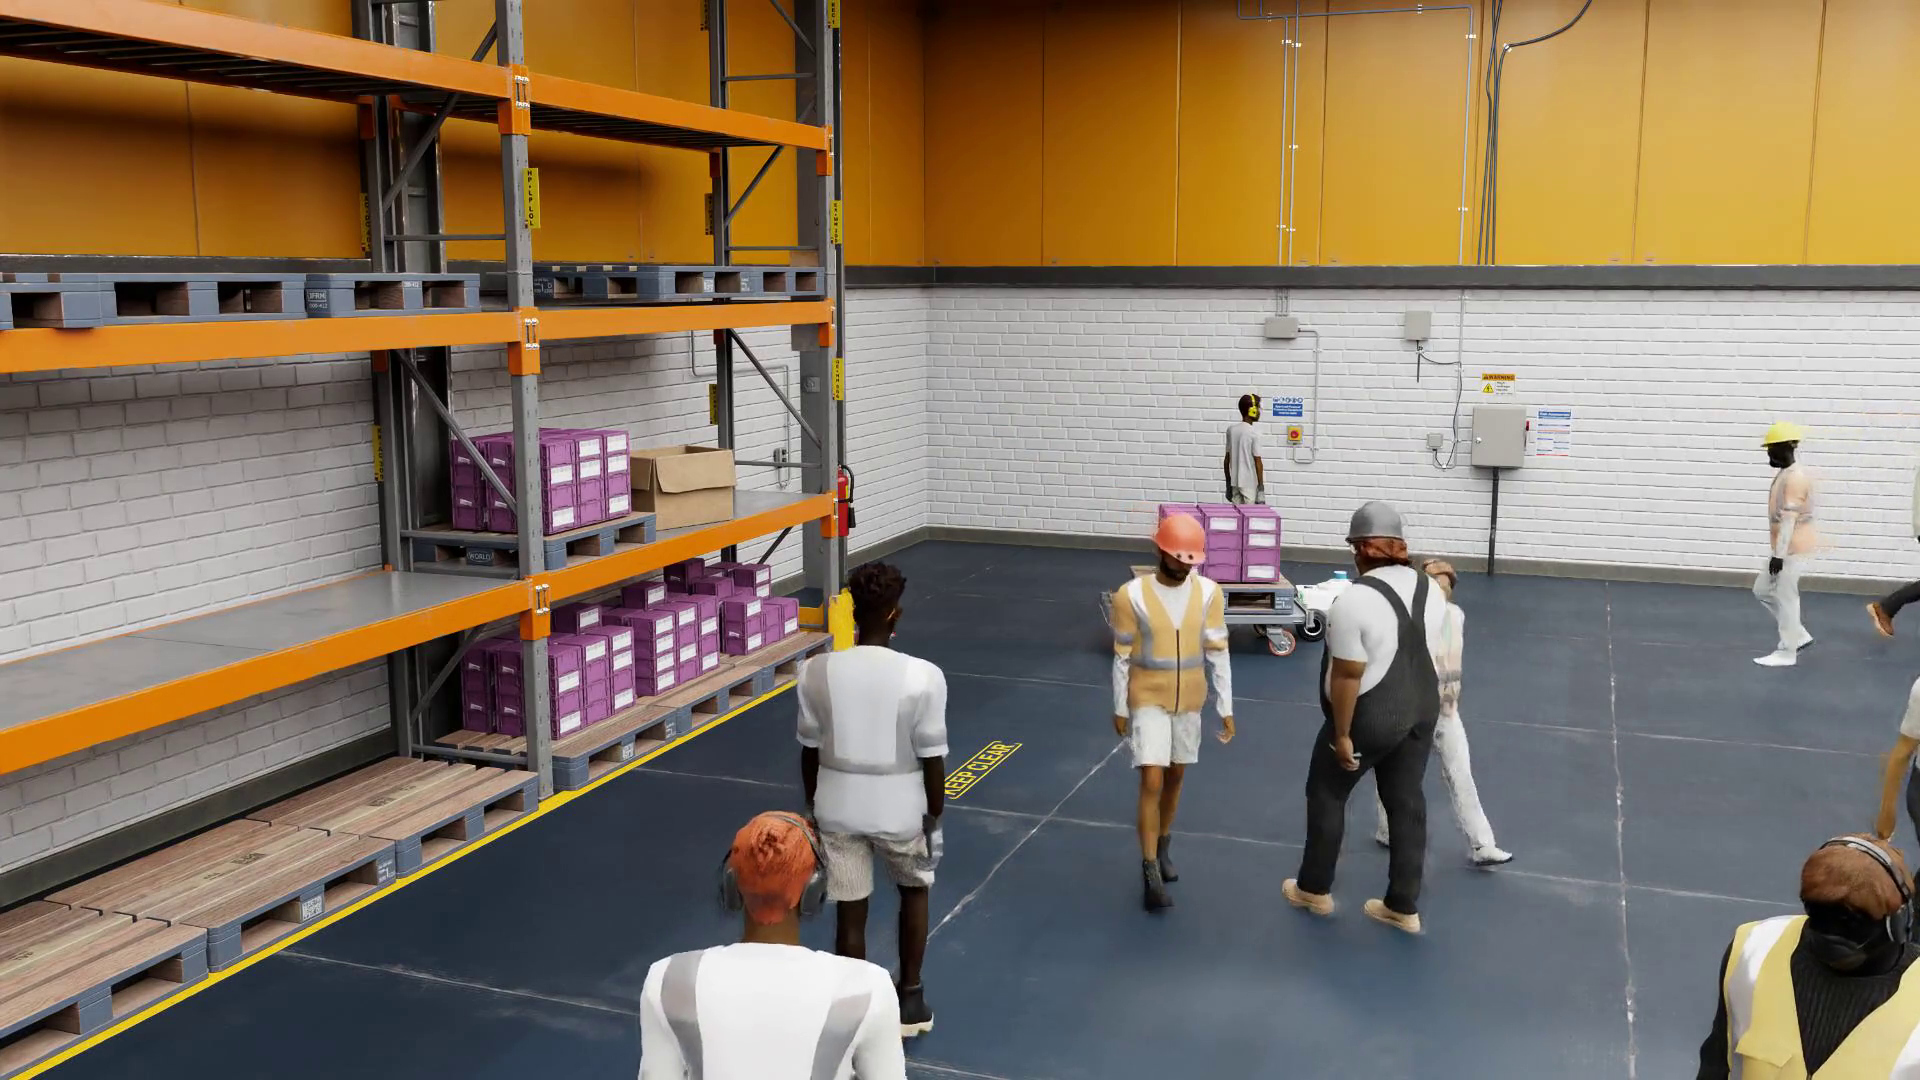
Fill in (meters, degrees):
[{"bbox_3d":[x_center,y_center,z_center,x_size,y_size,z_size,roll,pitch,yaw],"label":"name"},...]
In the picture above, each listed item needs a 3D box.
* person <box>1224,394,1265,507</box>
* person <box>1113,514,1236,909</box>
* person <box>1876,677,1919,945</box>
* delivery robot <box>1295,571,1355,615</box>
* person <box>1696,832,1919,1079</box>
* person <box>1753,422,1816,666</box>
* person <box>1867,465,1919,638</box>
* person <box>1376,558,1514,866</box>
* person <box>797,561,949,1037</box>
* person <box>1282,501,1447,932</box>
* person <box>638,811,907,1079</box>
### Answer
[{"bbox_3d":[2.839,-0.516,16.504,0.312,1.865,0.537,-6,11,-33],"label":"person"},{"bbox_3d":[1.047,0.817,8.066,0.544,1.887,0.866,-2,9,-12],"label":"person"},{"bbox_3d":[3.980,1.112,6.596,0.508,1.767,0.985,0,9,-1],"label":"person"},{"bbox_3d":[3.174,0.504,13.911,0.707,0.478,0.477,1,9,6],"label":"delivery robot"},{"bbox_3d":[1.923,1.537,3.713,0.430,1.838,0.619,-8,12,-41],"label":"person"},{"bbox_3d":[6.378,0.040,12.883,0.431,1.903,0.599,2,9,15],"label":"person"},{"bbox_3d":[7.839,-0.087,13.483,0.597,1.970,0.637,7,11,37],"label":"person"},{"bbox_3d":[2.446,0.892,8.479,0.519,1.596,0.811,-5,11,-31],"label":"person"},{"bbox_3d":[-0.330,1.039,6.506,0.608,1.947,0.582,1,9,7],"label":"person"},{"bbox_3d":[1.888,0.780,7.821,0.682,2.000,0.803,-5,10,-27],"label":"person"},{"bbox_3d":[-0.399,1.505,3.870,0.612,1.842,0.934,1,9,4],"label":"person"}]
